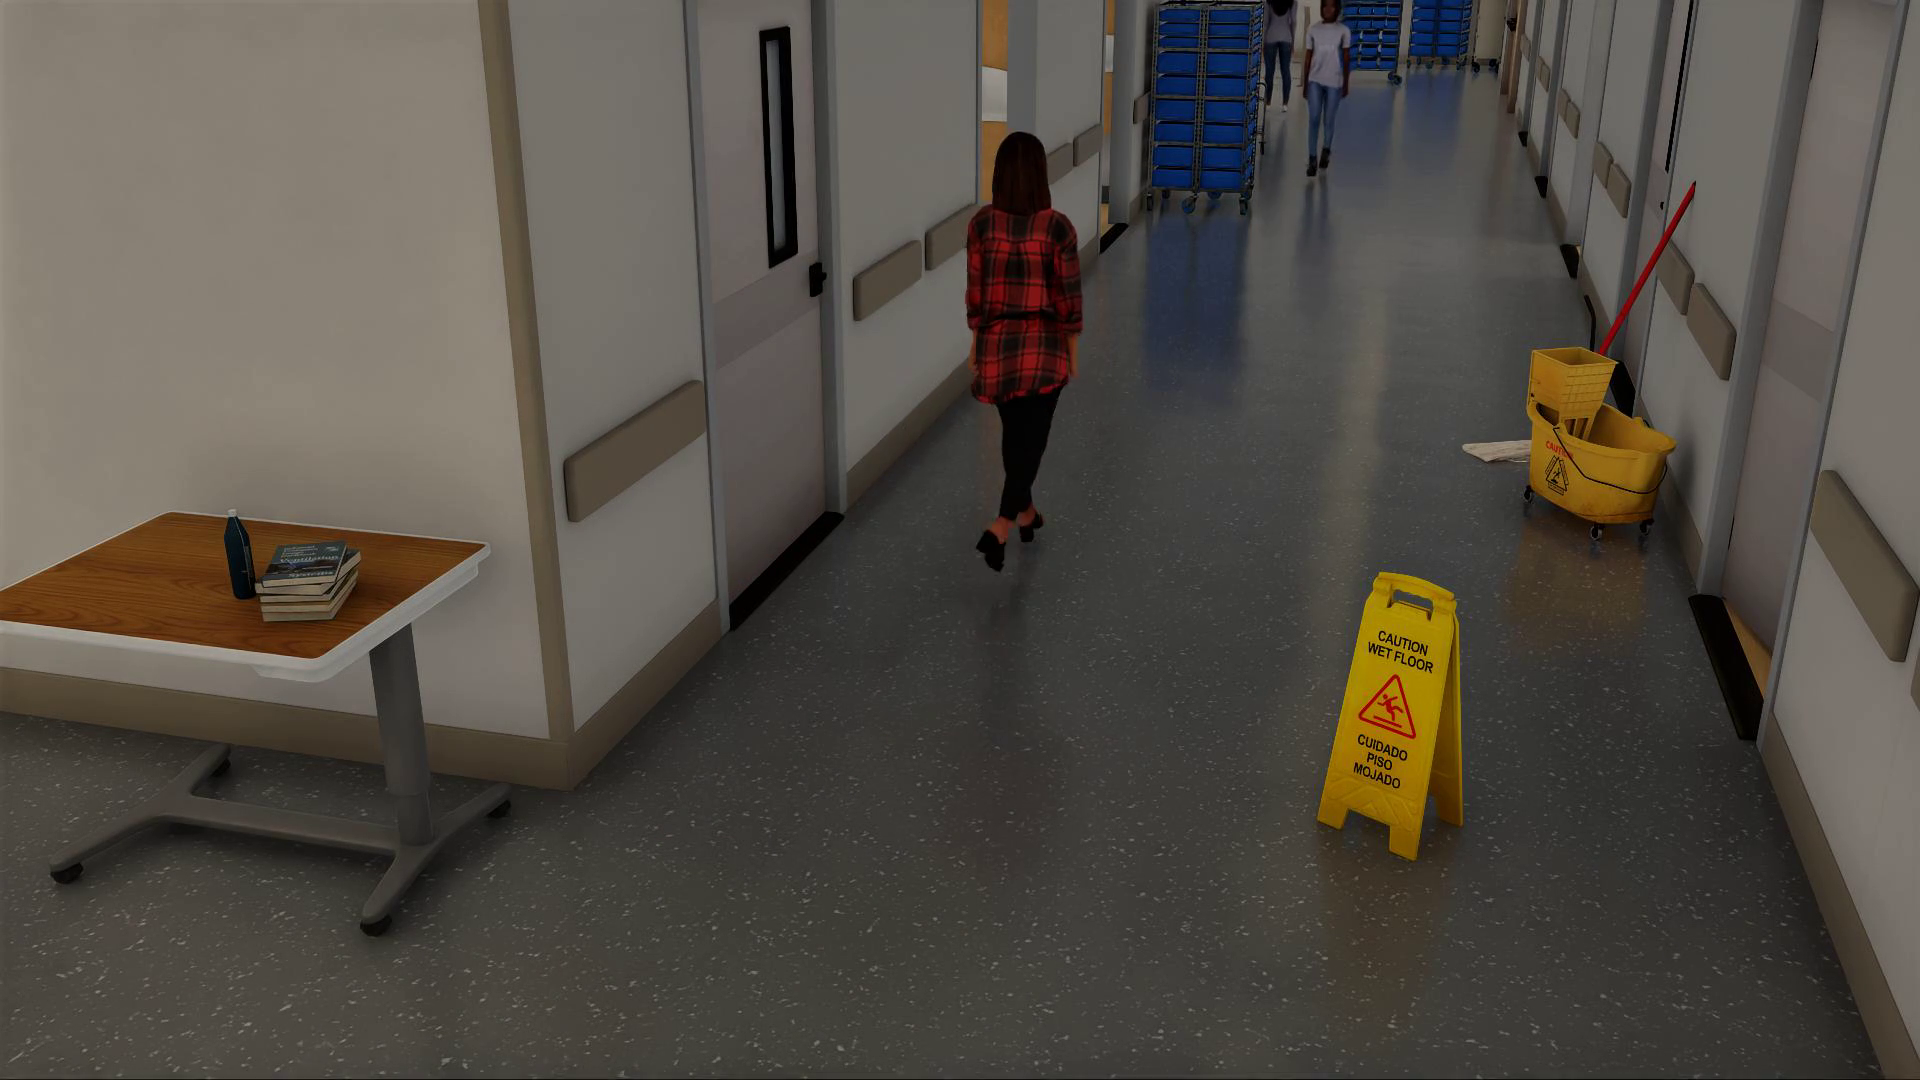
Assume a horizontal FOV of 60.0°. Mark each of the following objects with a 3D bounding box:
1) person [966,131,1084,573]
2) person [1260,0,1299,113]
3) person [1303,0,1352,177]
[{"bbox_3d":[0.214,-0.680,6.387,0.692,1.675,1.095,8,22,20],"label":"person"},{"bbox_3d":[4.105,-6.417,21.449,0.640,1.735,0.582,1,21,3],"label":"person"},{"bbox_3d":[3.588,-4.433,16.288,0.587,1.680,1.099,6,22,15],"label":"person"}]
